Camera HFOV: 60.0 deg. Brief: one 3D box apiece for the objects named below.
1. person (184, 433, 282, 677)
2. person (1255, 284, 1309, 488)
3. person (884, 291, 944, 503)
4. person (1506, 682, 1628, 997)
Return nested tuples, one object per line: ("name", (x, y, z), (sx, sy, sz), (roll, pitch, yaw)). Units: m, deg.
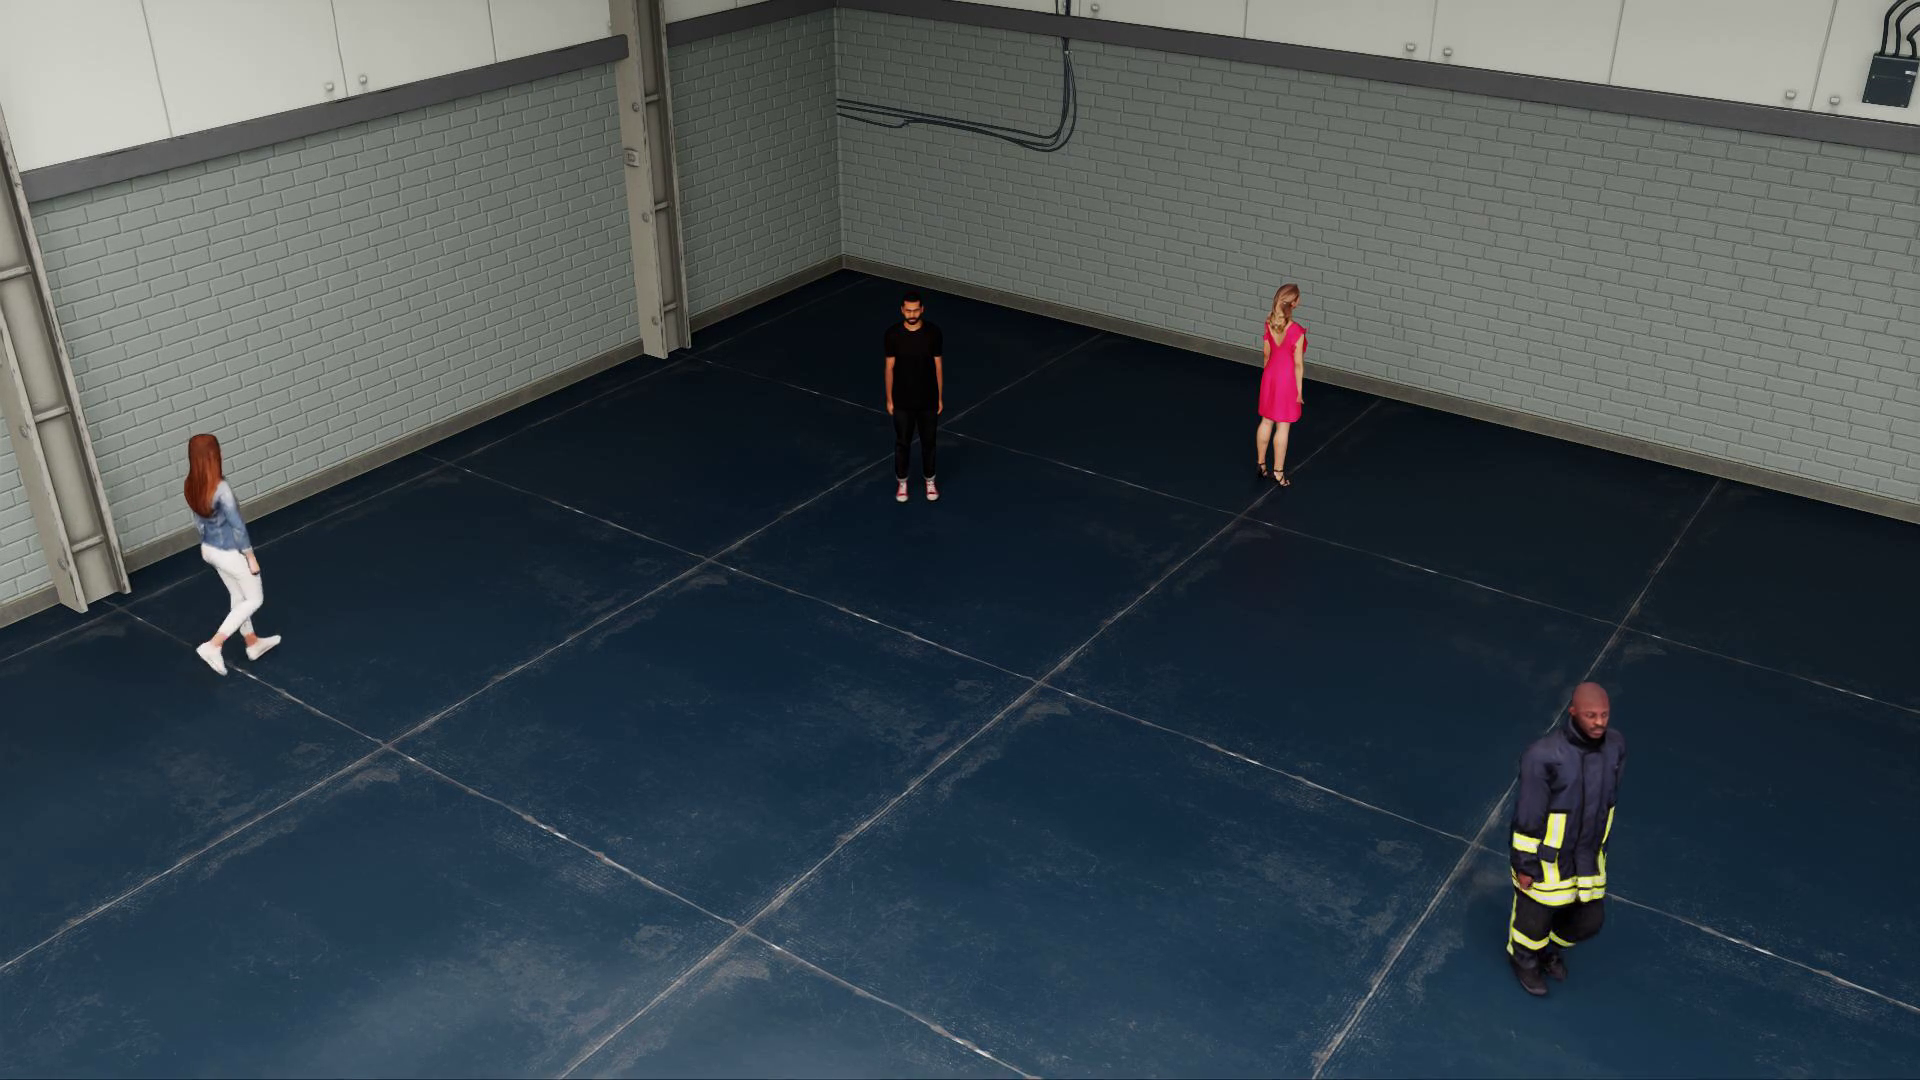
("person", (-4.893, 0.128, 10.963), (0.609, 1.690, 0.862), (18, 33, 30))
("person", (2.602, -1.267, 13.540), (0.636, 1.729, 0.636), (-19, 33, -31))
("person", (-0.358, -1.160, 13.310), (0.696, 1.758, 0.753), (-4, 28, -8))
("person", (2.970, 1.453, 8.347), (0.921, 1.810, 0.979), (-4, 28, -8))
